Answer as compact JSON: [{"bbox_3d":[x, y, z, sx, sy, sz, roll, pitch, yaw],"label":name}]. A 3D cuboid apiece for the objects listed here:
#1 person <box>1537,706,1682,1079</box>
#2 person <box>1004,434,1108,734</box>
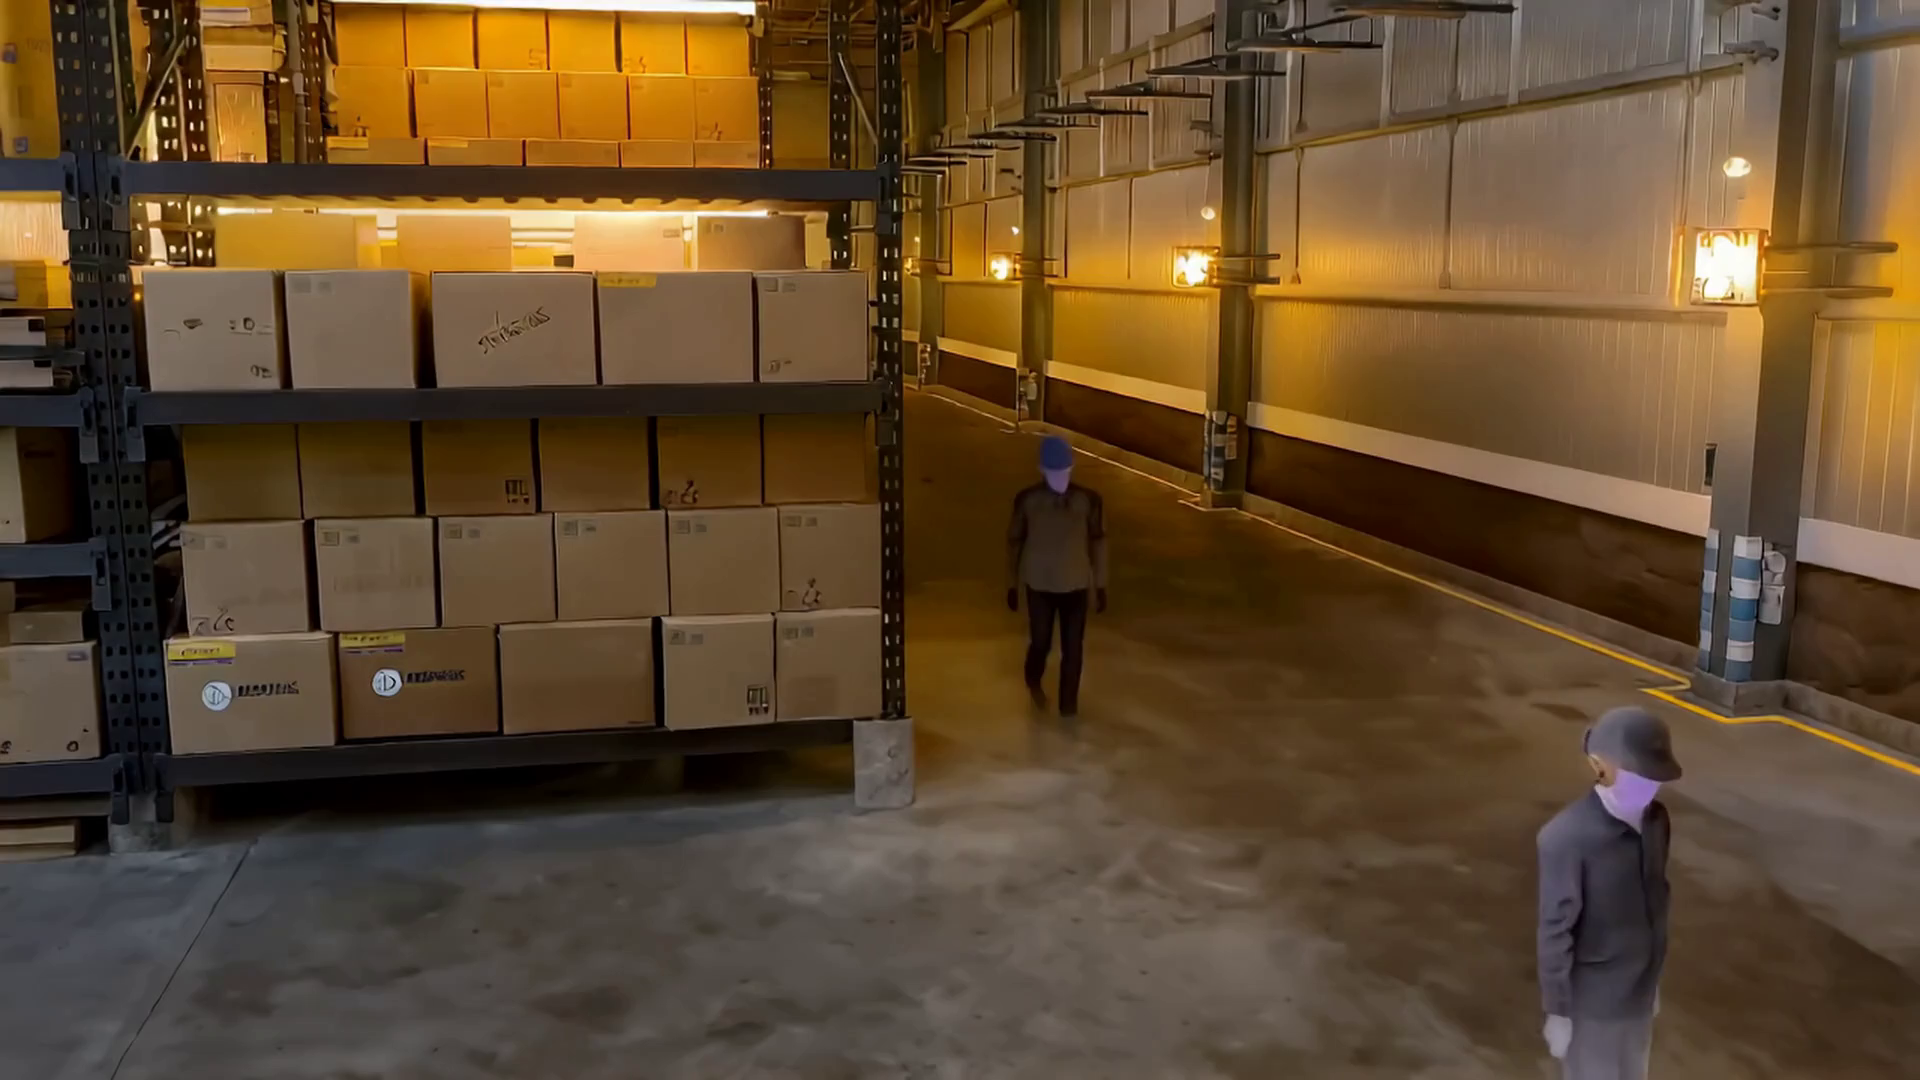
[{"bbox_3d":[1.962,1.346,5.069,0.573,1.739,0.438,-6,11,-34],"label":"person"},{"bbox_3d":[0.625,0.283,10.821,0.656,1.969,0.525,-2,9,-10],"label":"person"}]
